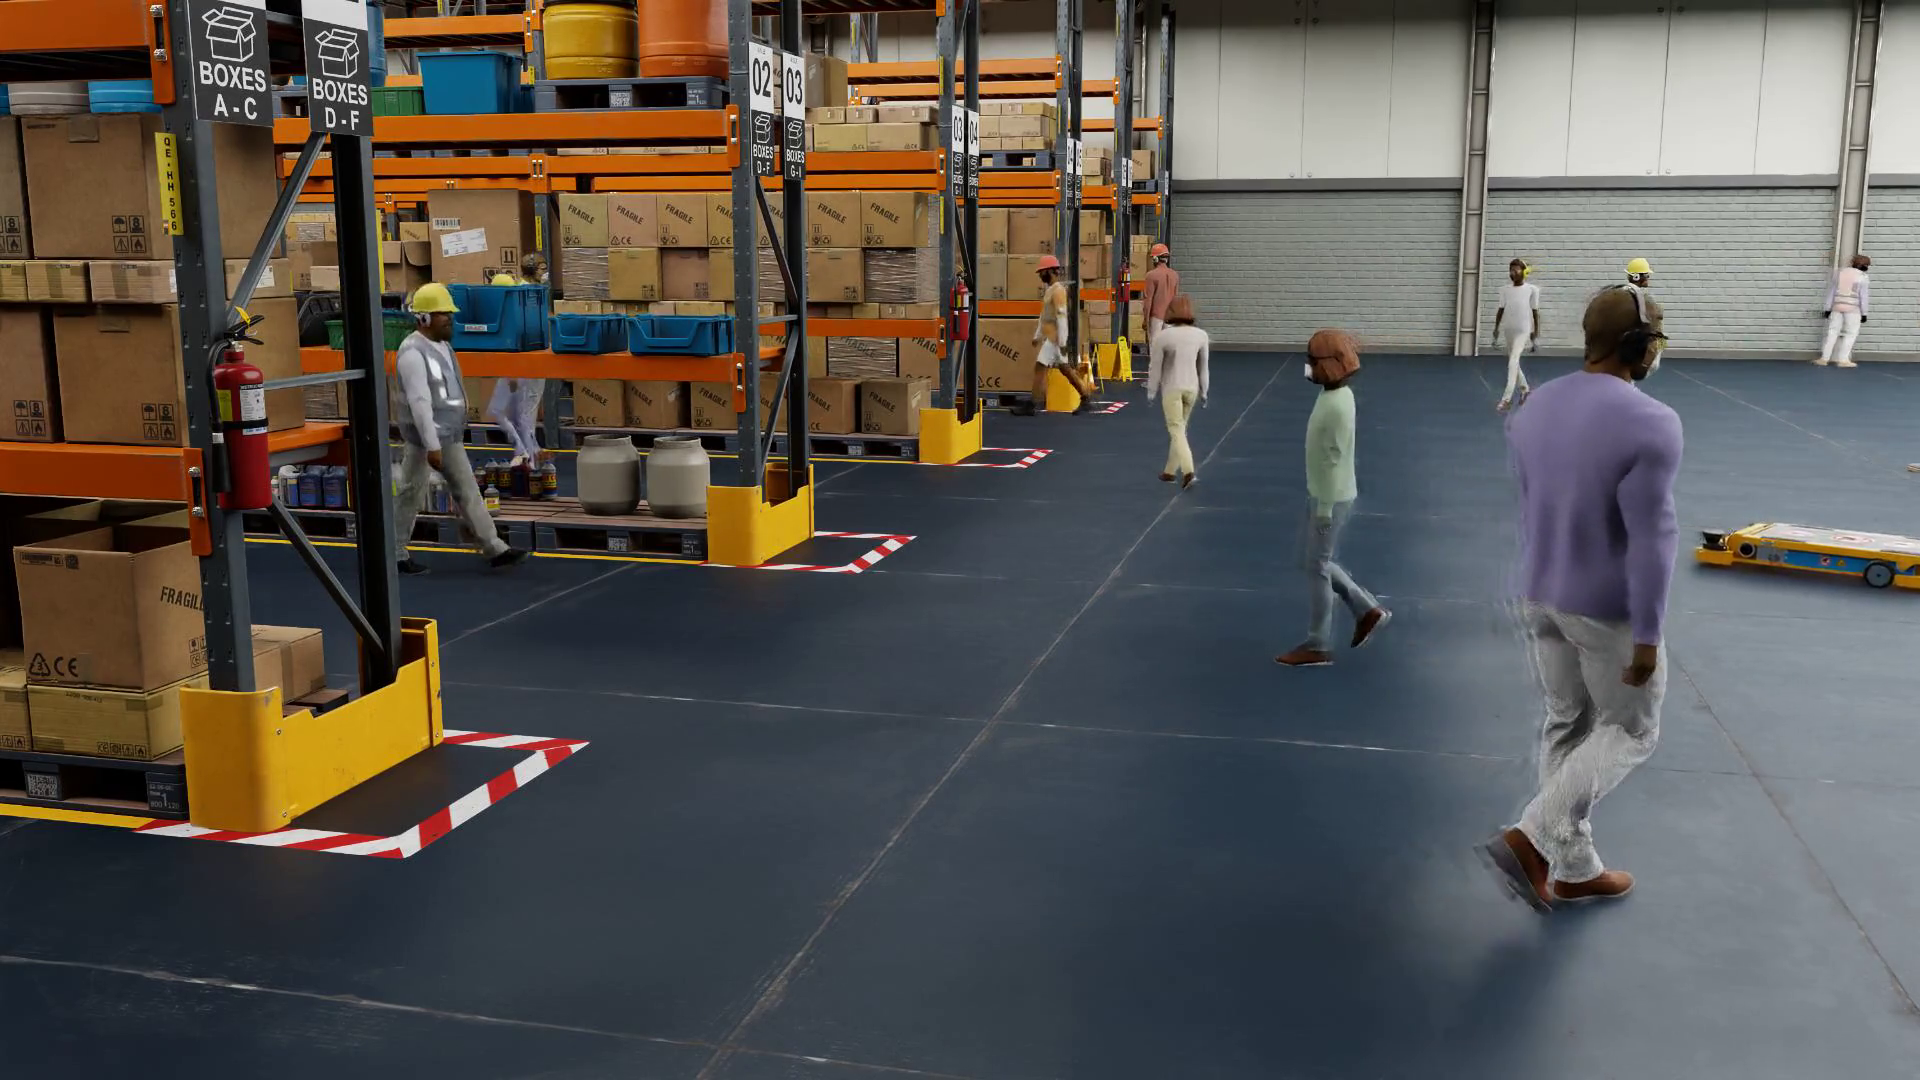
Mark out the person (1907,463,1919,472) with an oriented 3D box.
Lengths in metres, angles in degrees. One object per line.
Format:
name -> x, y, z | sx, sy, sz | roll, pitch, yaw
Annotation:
person -> 8.564, -1.489, 14.421 | 0.345, 1.883, 0.584 | 1, 10, 7

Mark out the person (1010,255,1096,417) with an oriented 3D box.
person -> 1.129, -2.359, 19.299 | 1.007, 1.885, 0.534 | 0, 10, -1

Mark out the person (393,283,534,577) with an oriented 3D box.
person -> -3.103, -0.640, 9.998 | 0.942, 1.777, 0.611 | 1, 10, 7

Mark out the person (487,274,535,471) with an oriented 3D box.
person -> -3.934, -1.442, 14.559 | 0.416, 1.743, 0.543 | -2, 10, -10

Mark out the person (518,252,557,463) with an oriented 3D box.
person -> -3.939, -1.675, 15.324 | 0.364, 1.932, 0.627 | -3, 11, -16

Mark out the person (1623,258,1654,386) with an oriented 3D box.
person -> 7.850, -2.358, 19.381 | 0.403, 1.833, 0.590 | 3, 11, 17

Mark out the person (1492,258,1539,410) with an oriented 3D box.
person -> 6.801, -2.516, 20.280 | 0.924, 1.835, 0.525 | -10, 14, -43

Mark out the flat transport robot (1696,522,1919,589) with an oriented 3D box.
flat transport robot -> 5.374, 0.079, 10.203 | 1.431, 0.197, 0.652 | 9, 14, 41

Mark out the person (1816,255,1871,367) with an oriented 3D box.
person -> 14.319, -3.695, 26.899 | 0.434, 1.801, 0.791 | -5, 11, -24

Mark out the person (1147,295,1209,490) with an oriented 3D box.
person -> 1.822, -1.220, 13.724 | 0.508, 1.601, 0.823 | -4, 11, -19

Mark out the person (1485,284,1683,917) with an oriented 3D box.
person -> 1.828, 0.206, 4.953 | 0.577, 1.919, 0.631 | -5, 11, -24

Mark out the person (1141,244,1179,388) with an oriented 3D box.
person -> 2.769, -3.106, 23.101 | 0.616, 1.990, 0.401 | -8, 13, -38

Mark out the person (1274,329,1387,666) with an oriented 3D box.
person -> 1.778, -0.193, 7.937 | 0.461, 1.618, 0.524 | 1, 10, 8
